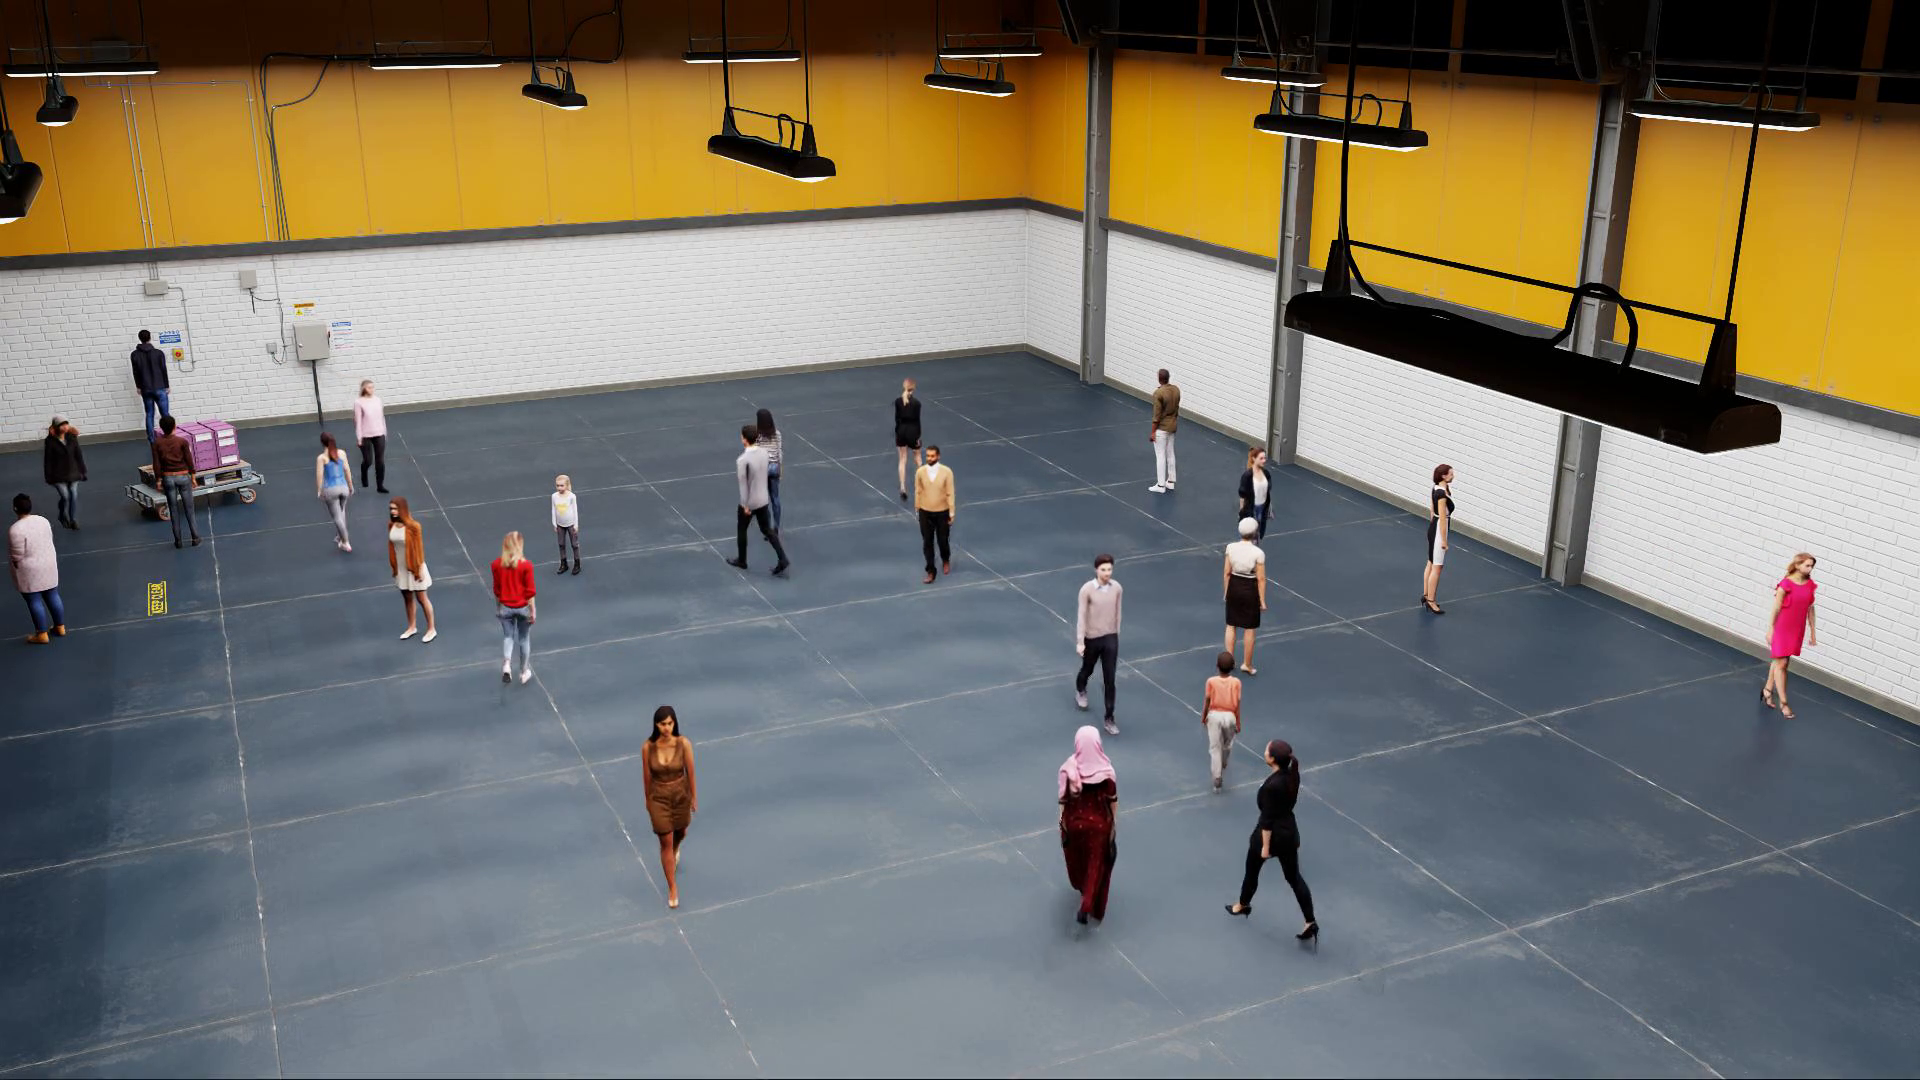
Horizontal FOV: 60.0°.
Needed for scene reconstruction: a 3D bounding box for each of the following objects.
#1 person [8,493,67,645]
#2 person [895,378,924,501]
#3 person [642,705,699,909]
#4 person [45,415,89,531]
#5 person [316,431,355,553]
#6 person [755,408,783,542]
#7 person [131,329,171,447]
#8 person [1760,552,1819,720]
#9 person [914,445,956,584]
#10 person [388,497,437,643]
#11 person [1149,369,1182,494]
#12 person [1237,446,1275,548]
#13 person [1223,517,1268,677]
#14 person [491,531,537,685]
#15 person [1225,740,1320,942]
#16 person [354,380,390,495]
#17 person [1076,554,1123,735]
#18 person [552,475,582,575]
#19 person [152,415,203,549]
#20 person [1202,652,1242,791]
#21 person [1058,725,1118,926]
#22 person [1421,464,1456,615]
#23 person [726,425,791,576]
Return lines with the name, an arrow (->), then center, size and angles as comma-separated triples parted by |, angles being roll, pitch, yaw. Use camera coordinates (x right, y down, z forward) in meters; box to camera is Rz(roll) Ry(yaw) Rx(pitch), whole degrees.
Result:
person -> -10.402, 0.297, 18.704 | 0.849, 1.743, 0.794 | 7, 20, 21
person -> -0.772, -1.415, 23.801 | 1.009, 1.735, 1.100 | 5, 19, 15
person -> -2.357, 2.092, 13.508 | 0.728, 1.657, 1.103 | -5, 19, -13
person -> -12.155, -0.917, 22.501 | 0.805, 1.619, 0.778 | 13, 22, 33
person -> -8.092, -0.622, 21.663 | 0.852, 1.595, 0.754 | 15, 24, 37
person -> -2.553, -0.865, 22.078 | 0.617, 1.791, 0.593 | -12, 22, -32
person -> -12.888, -2.426, 26.561 | 0.716, 1.889, 0.660 | -3, 19, -10
person -> 8.388, 0.904, 16.950 | 0.689, 1.711, 0.868 | -4, 19, -11
person -> -0.289, -0.350, 20.621 | 0.889, 1.746, 0.958 | 4, 19, 13
person -> -6.185, 0.306, 18.725 | 0.709, 1.711, 0.768 | 7, 20, 19
person -> 2.983, -1.608, 24.233 | 0.782, 1.824, 0.685 | -16, 25, -40
person -> 3.609, -0.375, 20.816 | 0.643, 1.667, 0.740 | -10, 21, -28
person -> 3.023, 0.609, 17.763 | 0.649, 1.752, 0.777 | 13, 22, 33
person -> -4.685, 0.761, 17.414 | 0.818, 1.687, 0.931 | 1, 19, 2
person -> 2.509, 2.349, 12.802 | 0.827, 1.620, 1.148 | -16, 25, -40
person -> -8.588, -1.509, 24.164 | 0.910, 1.679, 0.776 | 17, 25, 41
person -> 1.369, 0.974, 16.647 | 0.779, 1.773, 1.229 | -5, 19, -14
person -> -4.944, -0.207, 20.931 | 0.562, 1.277, 0.604 | 2, 19, 6
person -> -10.282, -0.777, 21.831 | 0.652, 1.782, 0.519 | -7, 20, -21
person -> 2.411, 1.682, 15.319 | 0.793, 1.277, 0.946 | 2, 19, 7
person -> 0.995, 2.253, 13.103 | 1.009, 1.609, 1.127 | 4, 19, 12
person -> 5.628, -0.026, 19.580 | 0.708, 1.796, 0.576 | 1, 19, 3
person -> -2.494, -0.495, 20.762 | 1.306, 1.930, 1.081 | 14, 23, 35
